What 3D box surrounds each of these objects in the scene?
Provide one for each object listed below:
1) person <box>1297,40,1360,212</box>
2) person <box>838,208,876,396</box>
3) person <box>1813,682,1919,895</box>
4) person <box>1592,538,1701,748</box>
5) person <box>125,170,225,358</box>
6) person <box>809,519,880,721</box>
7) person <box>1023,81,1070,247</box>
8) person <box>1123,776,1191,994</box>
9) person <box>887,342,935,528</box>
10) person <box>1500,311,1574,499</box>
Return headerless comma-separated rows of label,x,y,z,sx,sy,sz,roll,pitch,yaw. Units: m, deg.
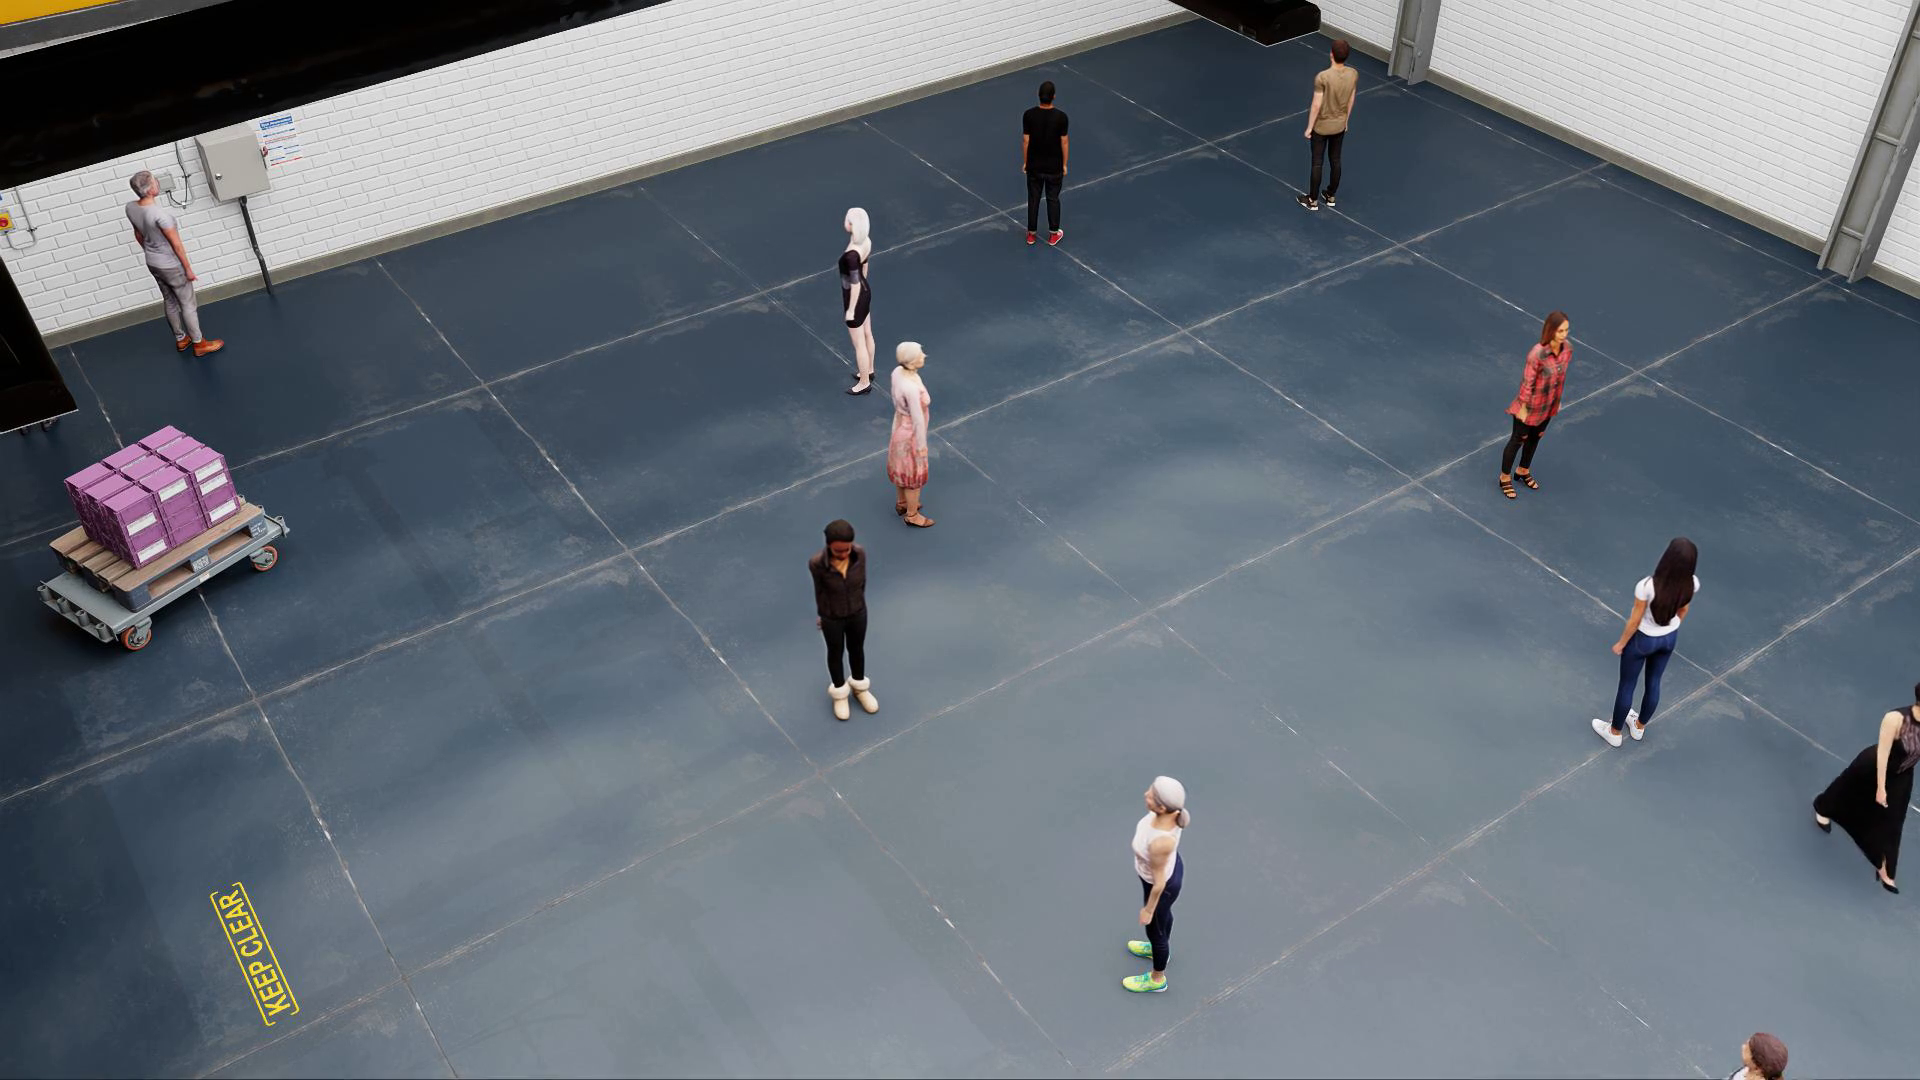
person,3.928,-4.412,17.670,0.713,1.852,0.654,-13,40,-16
person,-0.906,-2.133,14.835,0.701,1.830,0.651,8,39,10
person,5.843,1.415,10.616,0.924,1.551,1.141,-3,39,-4
person,4.713,0.698,11.334,0.658,1.775,0.642,-7,39,-9
person,-7.322,-2.550,15.357,0.670,1.829,0.828,18,42,21
person,-0.826,0.501,11.672,0.655,1.660,0.606,-23,44,-26
person,0.871,-3.858,17.054,0.719,1.757,0.779,6,39,8
person,1.173,2.010,9.750,0.735,1.702,0.681,7,39,9
person,-0.405,-0.850,13.340,0.703,1.691,0.575,-14,41,-17
person,4.746,-1.130,13.679,0.628,1.704,0.576,-19,42,-22
